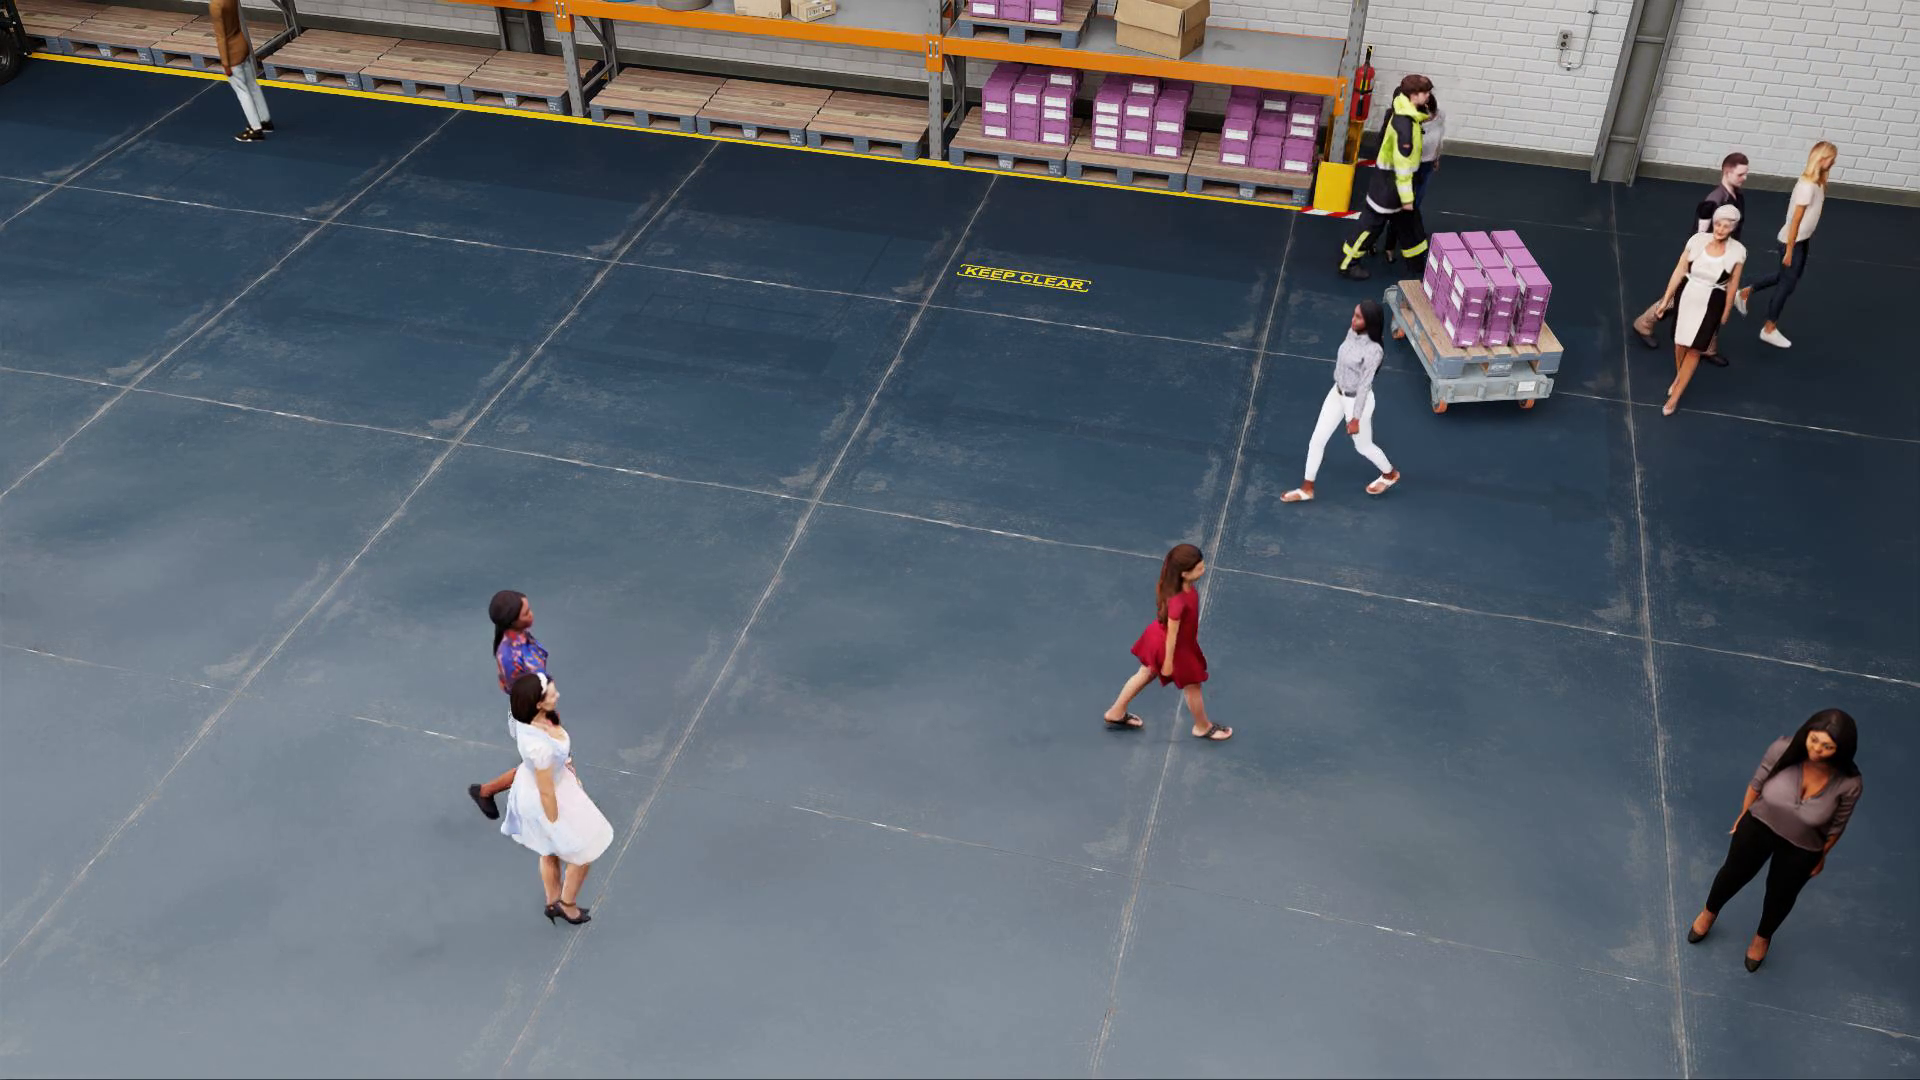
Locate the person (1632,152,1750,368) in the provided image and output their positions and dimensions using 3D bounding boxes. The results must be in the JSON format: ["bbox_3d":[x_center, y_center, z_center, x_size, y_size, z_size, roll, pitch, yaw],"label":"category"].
[{"bbox_3d":[6.060,-2.329,13.662,1.067,1.814,1.172,-24,45,-27],"label":"person"}]

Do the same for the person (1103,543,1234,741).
[{"bbox_3d":[1.223,0.634,10.193,1.087,1.513,0.696,2,39,3],"label":"person"}]

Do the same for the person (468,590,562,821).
[{"bbox_3d":[-2.554,1.006,9.556,1.007,1.726,0.765,1,39,1],"label":"person"}]

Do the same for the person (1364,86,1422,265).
[{"bbox_3d":[3.913,-3.300,14.960,0.703,1.711,0.611,-26,45,-29],"label":"person"}]

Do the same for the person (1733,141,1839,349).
[{"bbox_3d":[6.888,-2.509,13.903,0.933,1.794,0.765,25,45,28],"label":"person"}]

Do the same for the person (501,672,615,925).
[{"bbox_3d":[-2.291,1.449,8.942,0.956,1.801,0.882,-13,40,-16],"label":"person"}]

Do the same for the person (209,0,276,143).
[{"bbox_3d":[-7.390,-4.977,16.977,0.618,1.815,0.675,2,39,2],"label":"person"}]

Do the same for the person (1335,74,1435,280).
[{"bbox_3d":[3.711,-3.137,14.583,1.193,1.927,0.824,12,40,14],"label":"person"}]

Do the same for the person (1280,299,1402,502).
[{"bbox_3d":[2.921,-0.972,12.066,1.229,1.685,0.971,-9,39,-11],"label":"person"}]

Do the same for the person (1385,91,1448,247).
[{"bbox_3d":[4.193,-3.419,15.191,0.731,1.609,0.818,-26,45,-29],"label":"person"}]

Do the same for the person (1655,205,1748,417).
[{"bbox_3d":[5.880,-1.886,13.174,0.933,1.731,0.924,31,48,33],"label":"person"}]

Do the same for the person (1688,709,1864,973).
[{"bbox_3d":[4.331,1.565,8.764,0.676,1.841,0.793,27,46,30],"label":"person"}]
